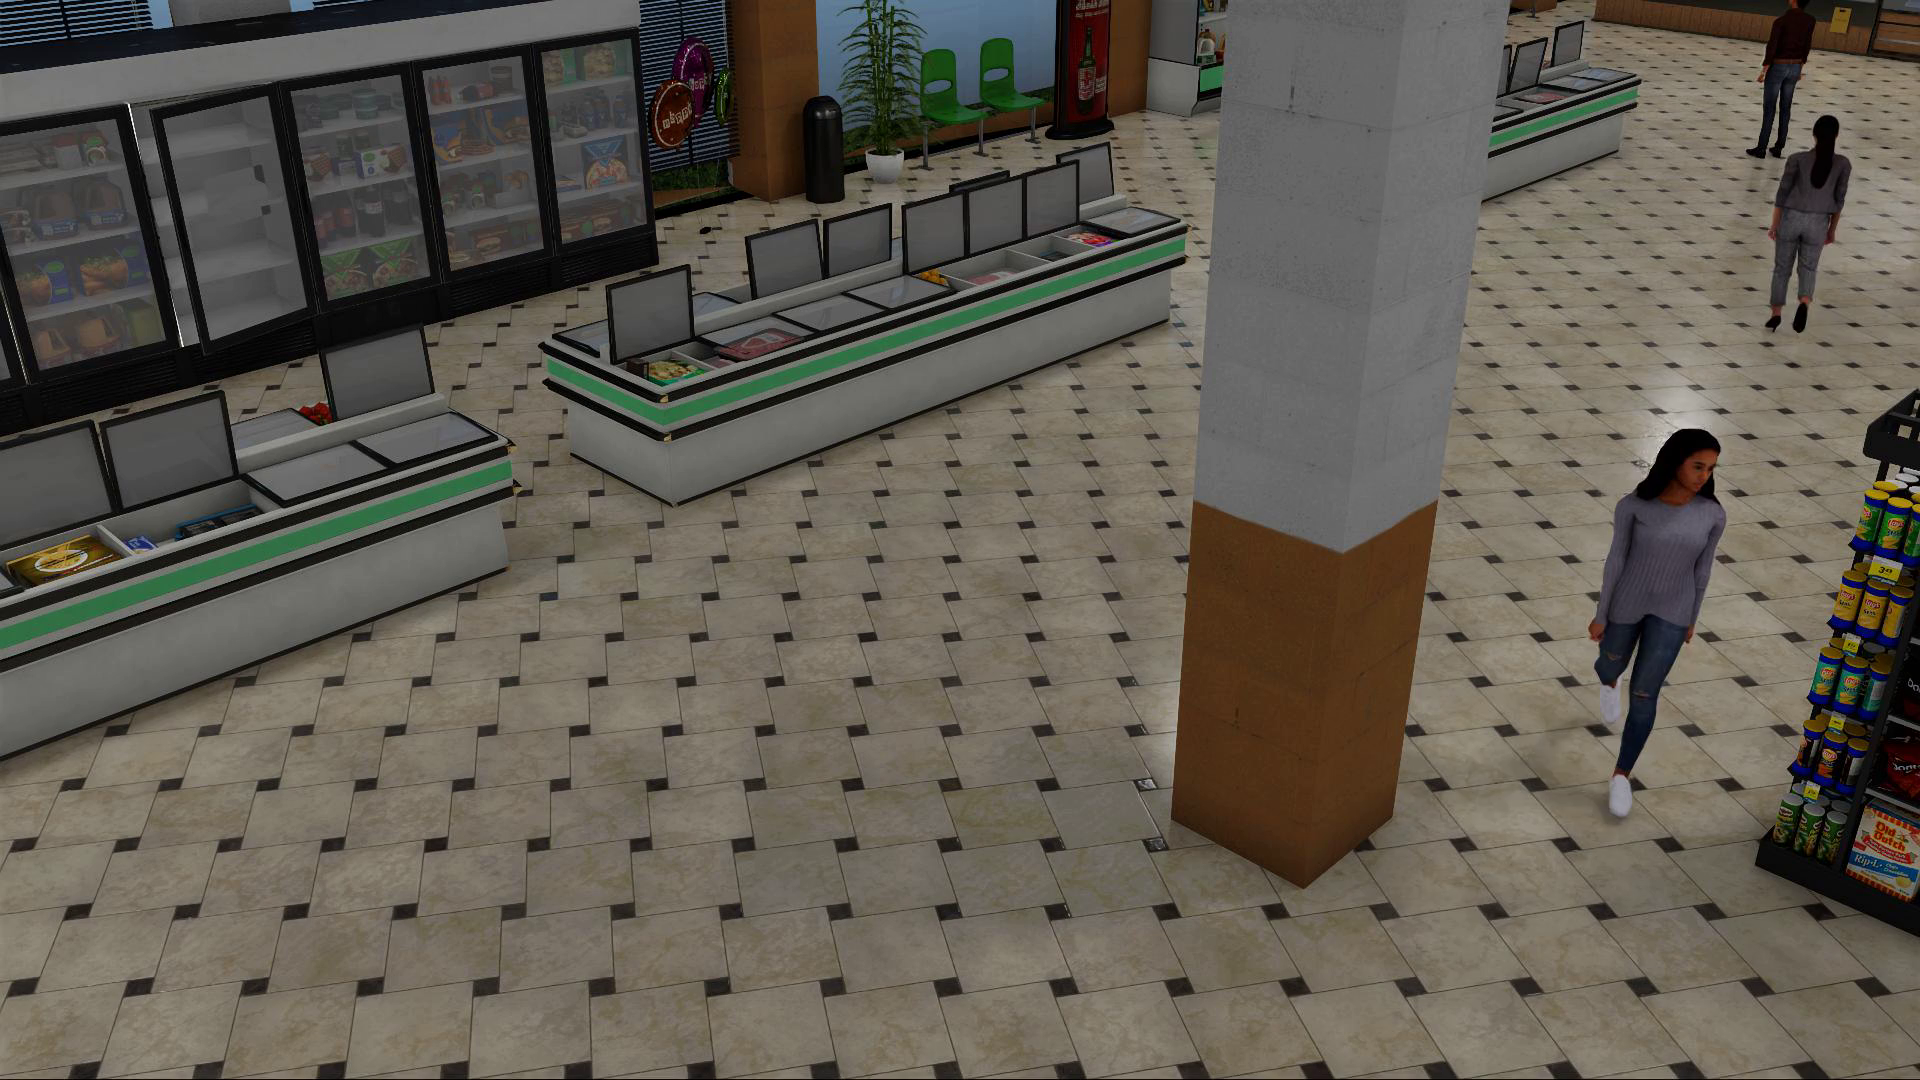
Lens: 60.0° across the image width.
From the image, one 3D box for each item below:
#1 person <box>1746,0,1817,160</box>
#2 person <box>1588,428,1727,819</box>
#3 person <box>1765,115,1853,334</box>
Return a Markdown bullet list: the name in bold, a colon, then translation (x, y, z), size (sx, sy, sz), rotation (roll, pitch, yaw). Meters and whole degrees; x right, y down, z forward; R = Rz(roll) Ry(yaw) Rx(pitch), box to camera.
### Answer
- **person**: translation (8.657, -4.921, 17.461), size (0.676, 1.783, 0.778), rotation (-4, 27, -8)
- **person**: translation (2.993, 0.288, 7.285), size (0.949, 1.696, 1.215), rotation (10, 28, 18)
- **person**: translation (6.301, -2.302, 12.428), size (0.833, 1.664, 0.956), rotation (8, 28, 16)
